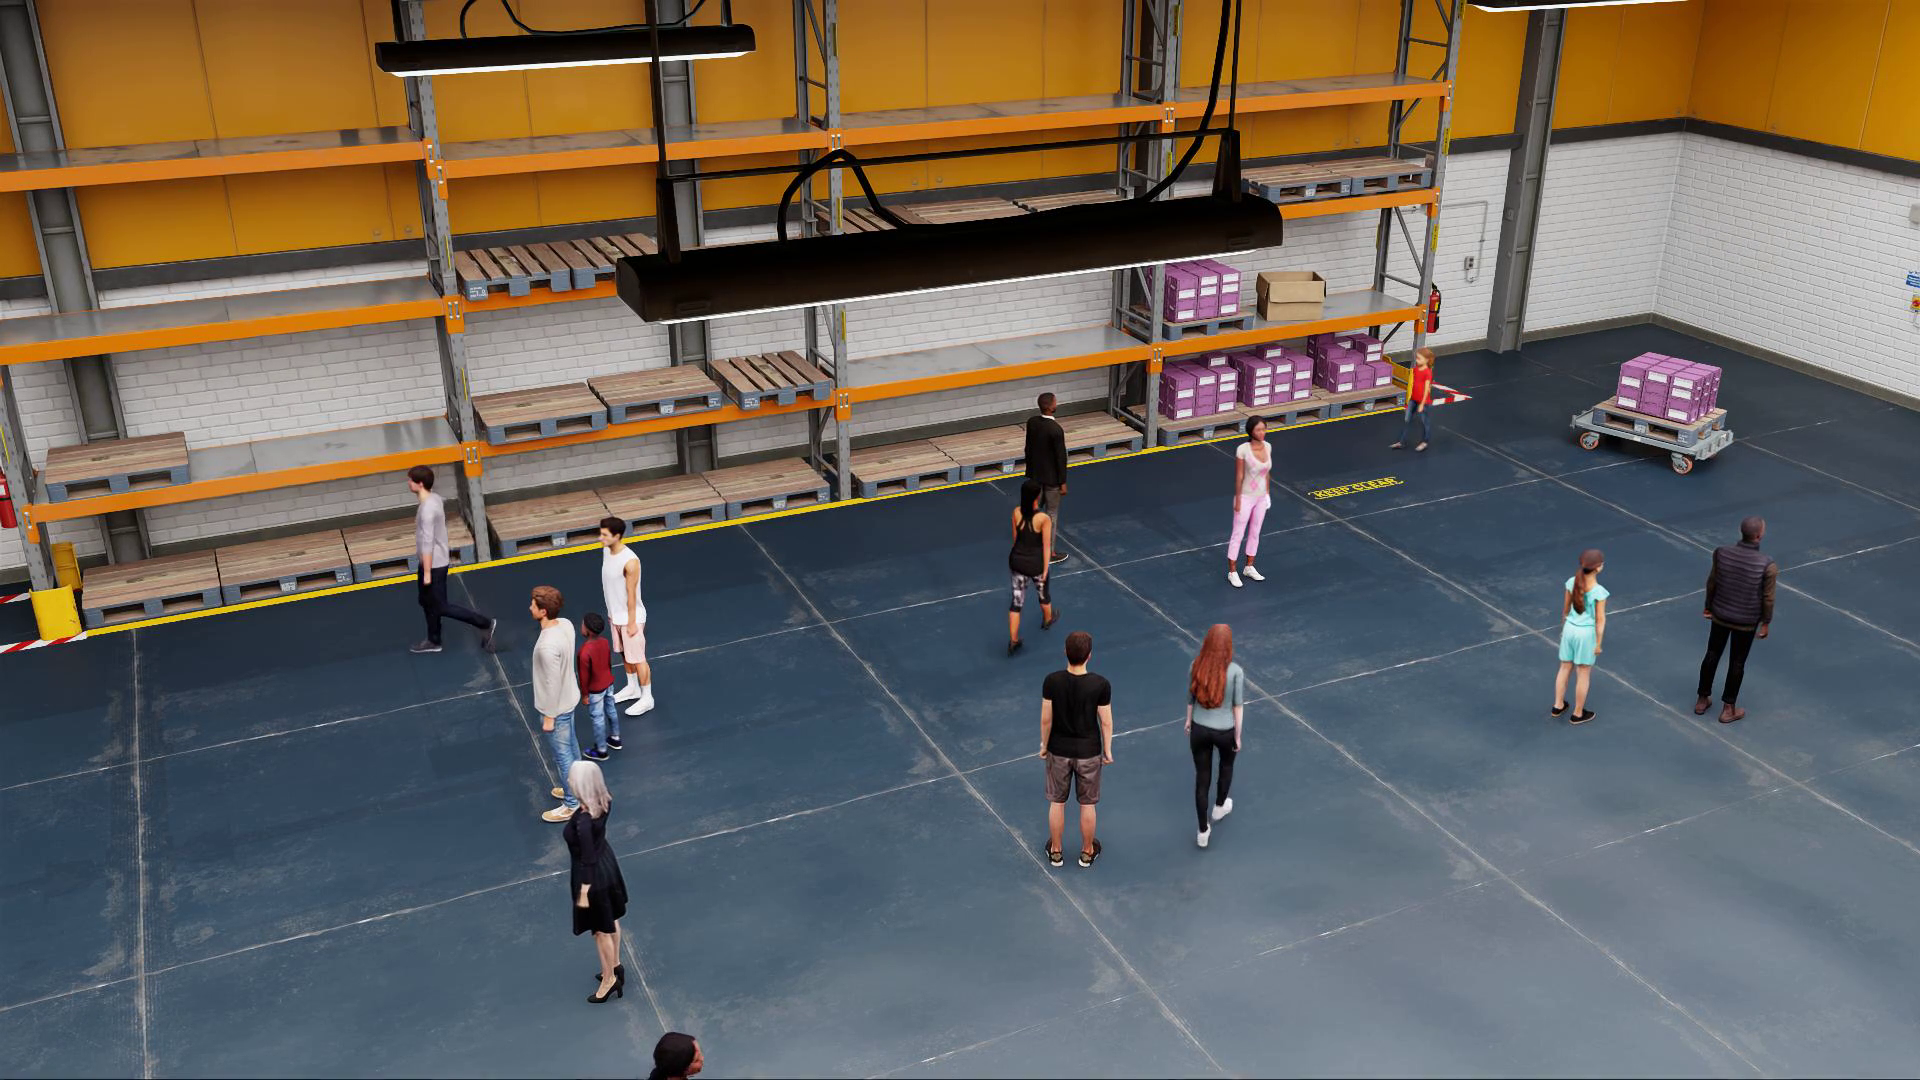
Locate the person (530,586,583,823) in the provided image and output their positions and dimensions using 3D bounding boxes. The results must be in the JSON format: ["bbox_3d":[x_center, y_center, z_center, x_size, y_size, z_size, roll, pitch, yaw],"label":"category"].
[{"bbox_3d":[-3.023,1.217,12.525,0.731,1.904,0.753,0,24,0],"label":"person"}]

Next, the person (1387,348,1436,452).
[{"bbox_3d":[5.564,-1.673,19.900,0.783,1.293,0.508,-12,26,-26],"label":"person"}]

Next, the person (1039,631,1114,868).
[{"bbox_3d":[0.812,1.499,11.934,0.711,1.861,0.835,3,24,6],"label":"person"}]

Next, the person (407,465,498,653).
[{"bbox_3d":[-4.636,0.203,14.949,1.062,1.821,0.764,-6,24,-14],"label":"person"}]

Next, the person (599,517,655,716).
[{"bbox_3d":[-2.810,0.614,14.059,0.633,1.782,0.672,-17,29,-34],"label":"person"}]

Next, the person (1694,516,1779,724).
[{"bbox_3d":[6.481,0.646,13.918,0.689,1.836,0.765,-21,31,-39],"label":"person"}]

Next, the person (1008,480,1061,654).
[{"bbox_3d":[0.583,0.254,15.082,0.988,1.621,1.117,12,26,25],"label":"person"}]

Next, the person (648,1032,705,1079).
[{"bbox_3d":[-1.483,3.188,8.189,0.708,1.768,0.645,-14,27,-28],"label":"person"}]

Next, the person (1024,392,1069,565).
[{"bbox_3d":[0.874,-0.642,16.909,0.672,1.800,0.728,-21,31,-40],"label":"person"}]

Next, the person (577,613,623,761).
[{"bbox_3d":[-2.919,1.168,13.452,0.639,1.253,0.571,11,26,23],"label":"person"}]

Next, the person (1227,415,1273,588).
[{"bbox_3d":[2.872,-0.404,16.439,0.457,1.740,0.644,-12,26,-26],"label":"person"}]

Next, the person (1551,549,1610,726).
[{"bbox_3d":[5.199,0.791,13.933,0.597,1.557,0.592,-17,29,-33],"label":"person"}]

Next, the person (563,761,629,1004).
[{"bbox_3d":[-2.325,2.158,10.570,0.711,1.746,0.697,1,24,2],"label":"person"}]

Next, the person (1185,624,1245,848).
[{"bbox_3d":[1.834,1.466,12.185,0.894,1.721,0.958,8,25,18],"label":"person"}]
